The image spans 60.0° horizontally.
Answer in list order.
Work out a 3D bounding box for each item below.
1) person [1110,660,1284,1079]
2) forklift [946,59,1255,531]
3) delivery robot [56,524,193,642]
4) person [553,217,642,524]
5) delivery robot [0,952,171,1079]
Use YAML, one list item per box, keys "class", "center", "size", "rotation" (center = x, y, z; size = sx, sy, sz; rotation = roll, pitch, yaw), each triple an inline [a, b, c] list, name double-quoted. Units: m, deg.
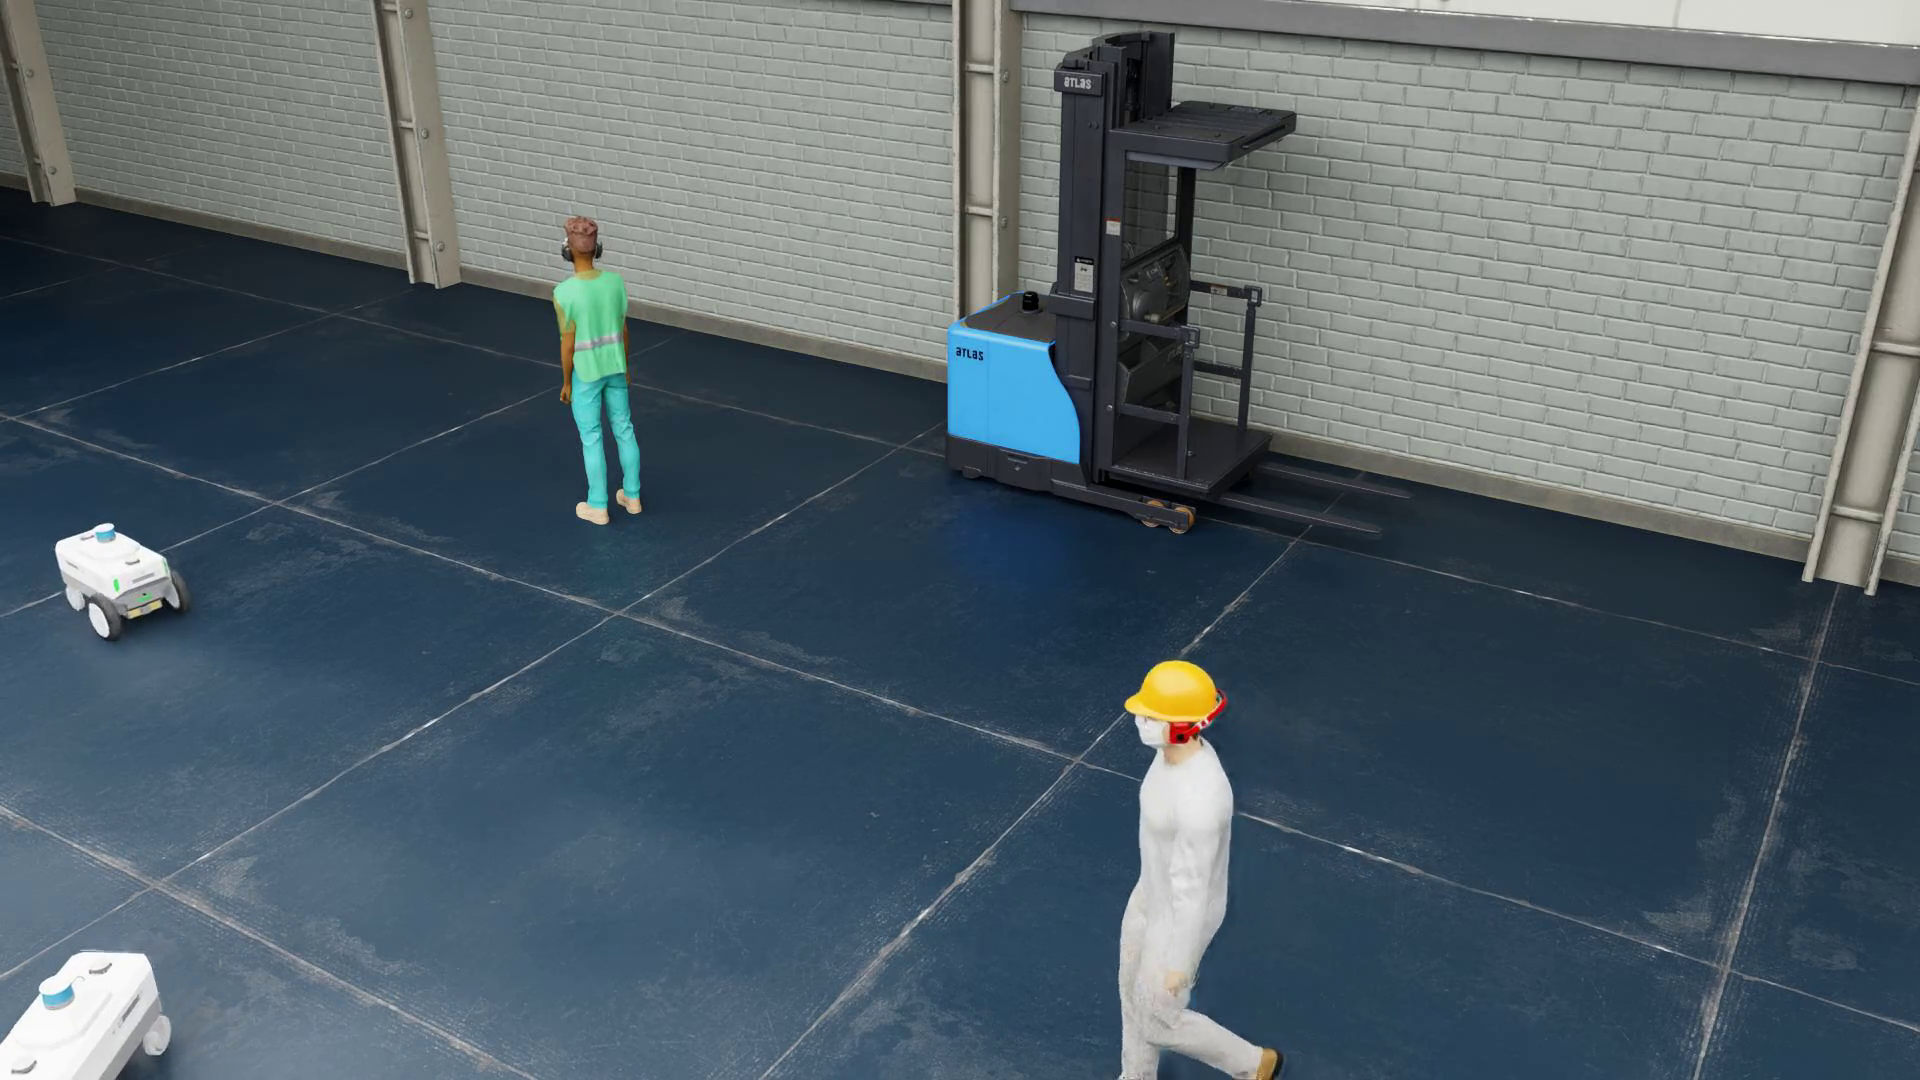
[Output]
- class: "person"
  center: [0.786, 1.258, 5.721]
  size: [0.622, 1.874, 0.587]
  rotation: [-2, 25, -5]
- class: "forklift"
  center: [0.933, -1.707, 10.833]
  size: [1.873, 2.768, 1.129]
  rotation: [15, 29, 28]
- class: "delivery robot"
  center: [-4.813, 0.204, 9.496]
  size: [0.789, 0.598, 0.499]
  rotation: [18, 31, 34]
- class: "person"
  center: [-2.289, -1.050, 10.485]
  size: [0.482, 1.978, 0.403]
  rotation: [-19, 32, -35]
- class: "delivery robot"
  center: [-3.210, 1.839, 6.016]
  size: [0.499, 0.580, 0.769]
  rotation: [1, 25, 2]
